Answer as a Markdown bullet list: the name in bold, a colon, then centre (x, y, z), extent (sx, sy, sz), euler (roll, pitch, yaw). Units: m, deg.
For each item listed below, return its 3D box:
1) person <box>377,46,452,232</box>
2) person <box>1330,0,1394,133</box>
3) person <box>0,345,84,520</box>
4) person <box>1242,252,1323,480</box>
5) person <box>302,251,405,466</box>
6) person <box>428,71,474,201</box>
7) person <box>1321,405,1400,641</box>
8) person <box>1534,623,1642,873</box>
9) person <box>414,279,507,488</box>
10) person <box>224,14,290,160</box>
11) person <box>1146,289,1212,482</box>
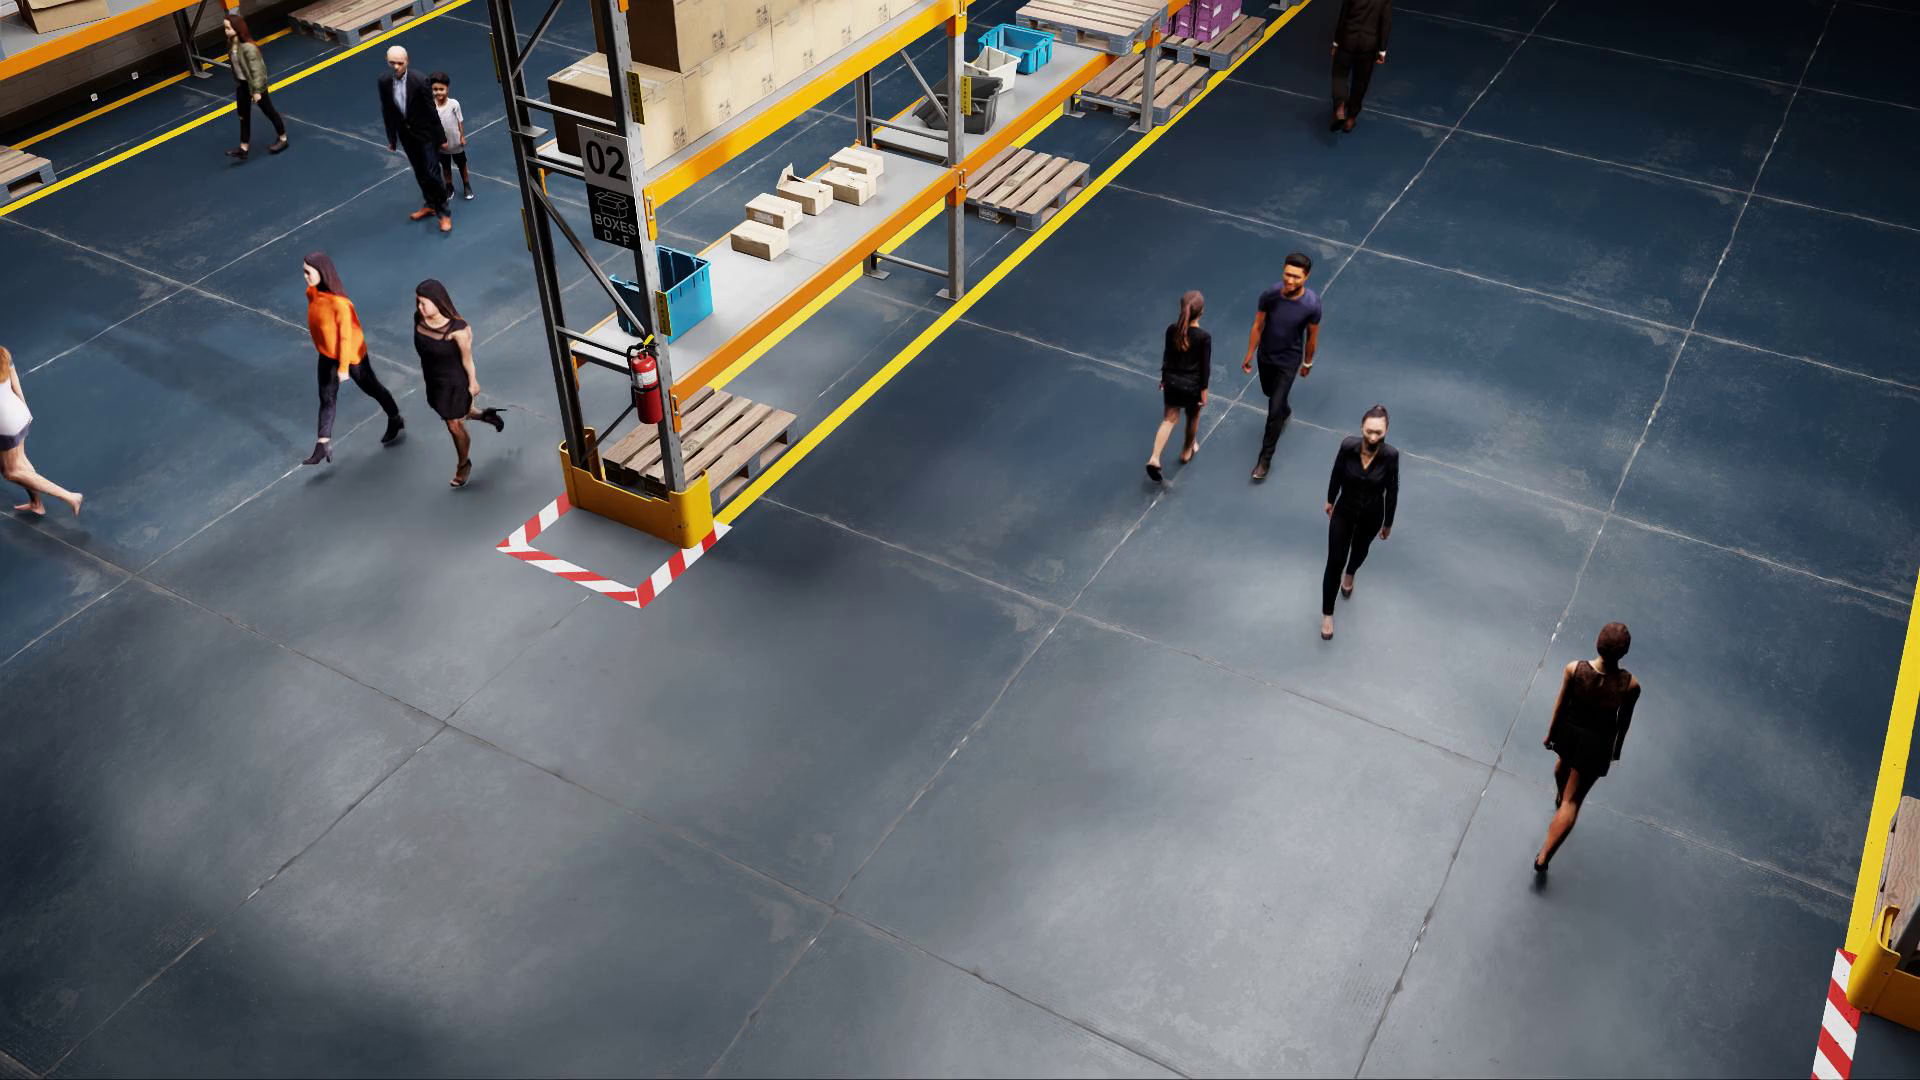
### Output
- **person**: centre (-5.059, -3.800, 15.524), extent (0.833, 1.783, 0.885), euler (10, 40, 13)
- **person**: centre (4.056, -5.021, 16.967), extent (0.861, 1.890, 1.031), euler (9, 40, 12)
- **person**: centre (-6.725, -0.811, 11.841), extent (0.880, 1.709, 0.941), euler (6, 39, 7)
- **person**: centre (2.441, -1.410, 12.553), extent (0.683, 1.756, 1.135), euler (22, 44, 25)
- **person**: centre (-4.585, -1.411, 12.592), extent (0.656, 1.708, 1.092), euler (22, 44, 26)
- **person**: centre (-4.956, -3.922, 16.091), extent (0.593, 1.265, 0.648), euler (-5, 39, -7)
- **person**: centre (2.661, -0.193, 11.103), extent (0.765, 1.663, 1.079), euler (11, 40, 13)
- **person**: centre (3.507, 1.183, 9.403), extent (0.611, 1.634, 1.123), euler (22, 44, 26)
- **person**: centre (-3.734, -1.209, 12.347), extent (0.682, 1.698, 0.907), euler (22, 44, 25)
- **person**: centre (-7.084, -4.596, 16.786), extent (0.604, 1.452, 0.876), euler (20, 43, 24)
- **person**: centre (1.641, -1.130, 12.379), extent (0.547, 1.535, 0.952), euler (19, 42, 22)
